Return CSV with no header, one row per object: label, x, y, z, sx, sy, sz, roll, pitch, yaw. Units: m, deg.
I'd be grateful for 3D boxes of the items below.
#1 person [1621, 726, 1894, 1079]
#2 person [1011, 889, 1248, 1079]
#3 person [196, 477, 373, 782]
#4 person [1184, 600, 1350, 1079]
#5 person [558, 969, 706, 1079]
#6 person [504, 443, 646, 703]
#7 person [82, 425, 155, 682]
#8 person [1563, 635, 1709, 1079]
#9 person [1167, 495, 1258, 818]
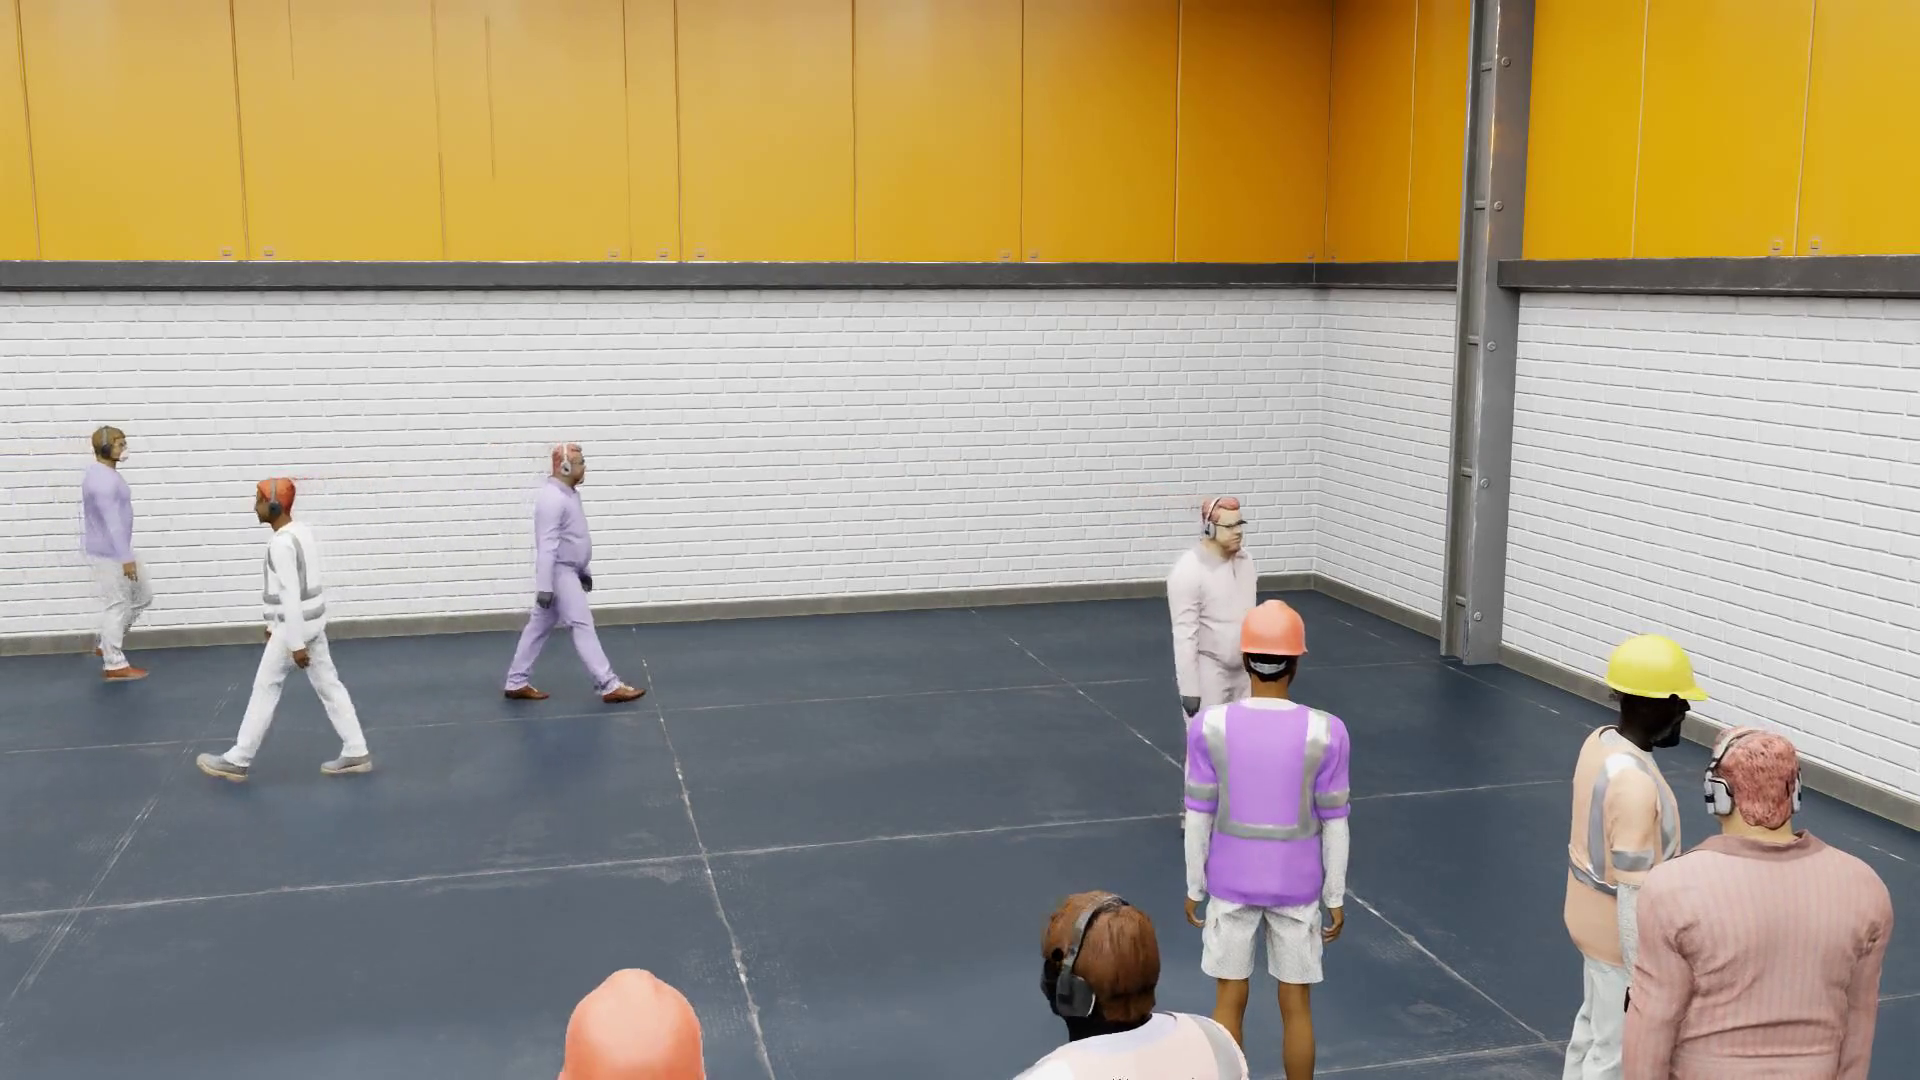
person,1.983,1.409,4.261,0.639,1.904,0.407,0,9,-3
person,0.278,1.592,3.334,0.645,1.840,0.429,-7,12,-38
person,-4.043,0.536,9.937,0.992,1.830,0.581,-1,9,-4
person,1.043,1.162,5.695,0.552,1.932,0.377,2,9,12
person,-0.526,1.643,2.734,0.577,1.918,0.404,-4,10,-24
person,-2.777,0.241,11.718,1.013,1.848,0.665,-1,9,-8
person,-6.223,0.108,12.313,0.437,1.923,0.634,-3,10,-20
person,2.100,1.239,5.237,0.366,1.926,0.594,2,9,11
person,1.367,0.702,8.709,0.668,1.888,0.440,-8,12,-43
